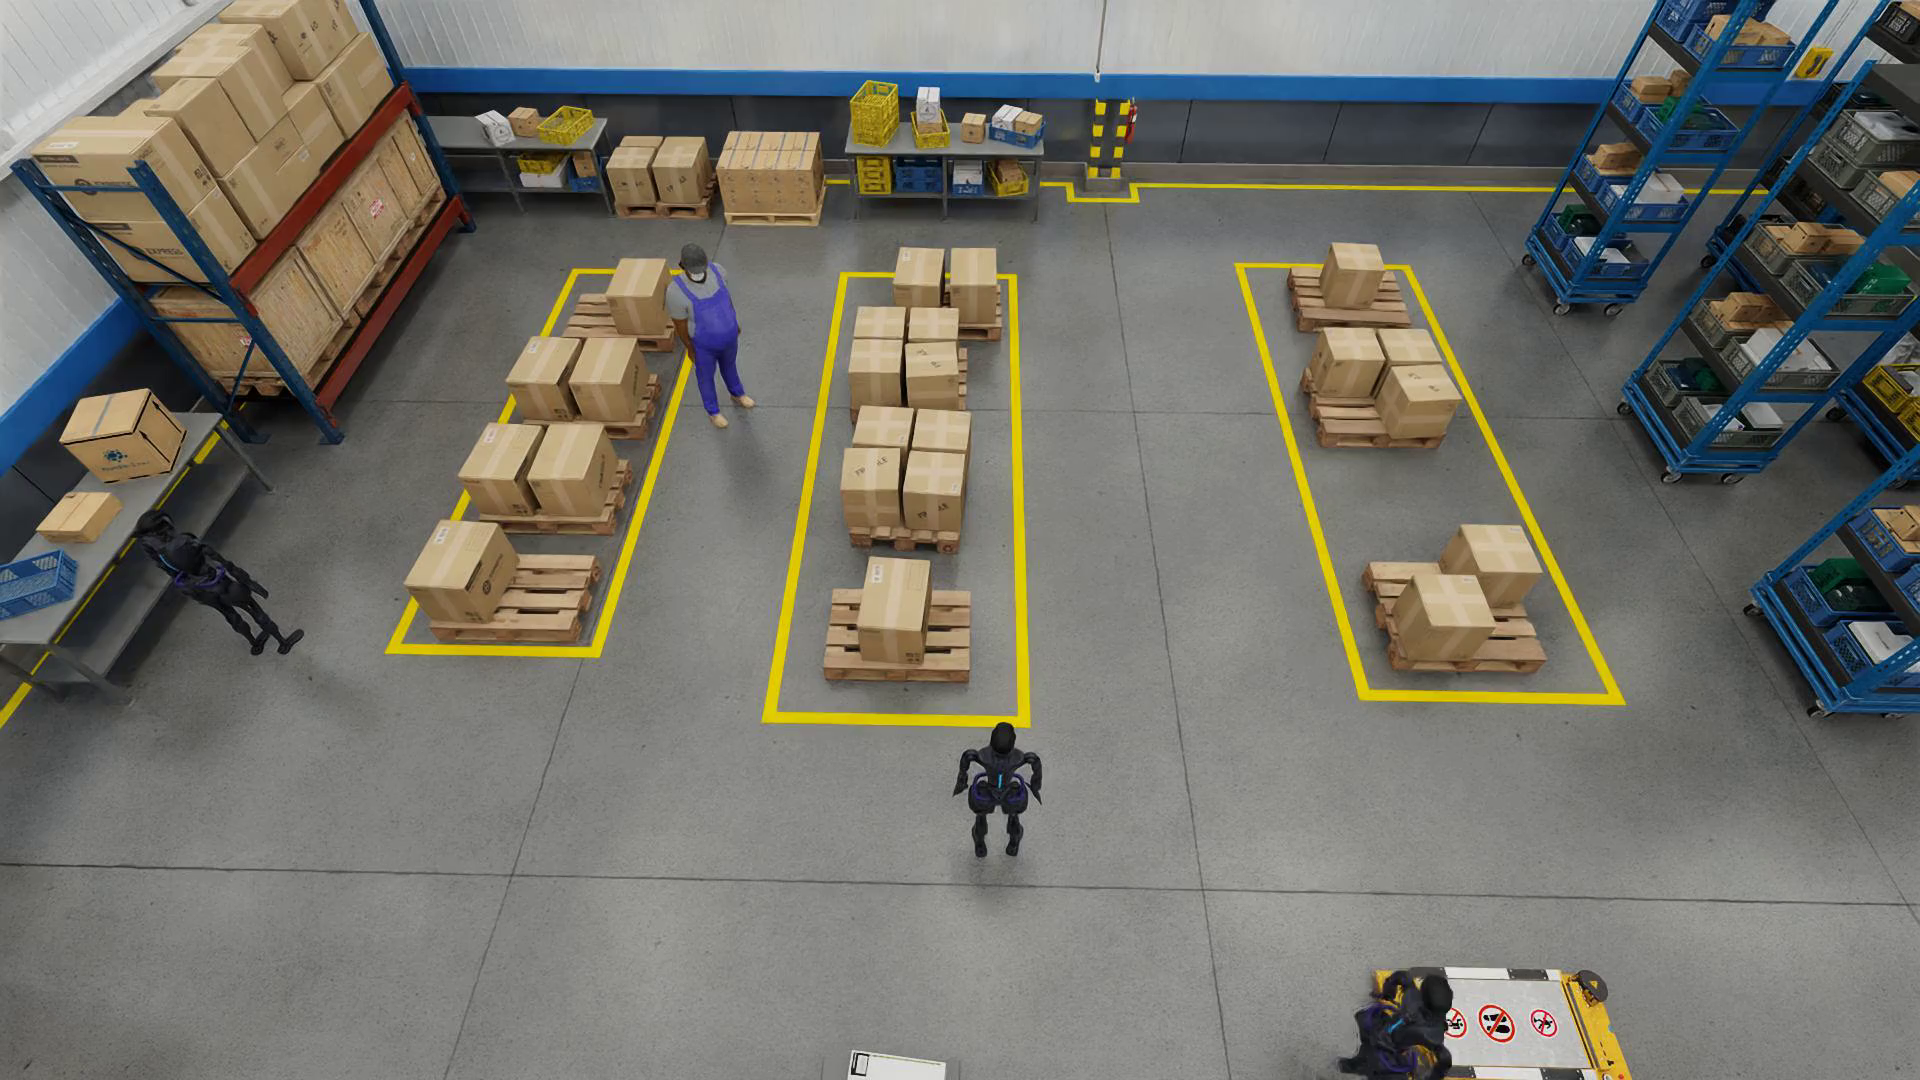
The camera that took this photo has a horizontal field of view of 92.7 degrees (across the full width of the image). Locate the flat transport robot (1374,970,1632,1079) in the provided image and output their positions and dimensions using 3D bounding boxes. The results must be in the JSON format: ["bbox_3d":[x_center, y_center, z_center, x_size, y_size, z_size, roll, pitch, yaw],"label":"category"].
[{"bbox_3d":[3.501,3.133,5.914,1.431,0.197,0.652,1,51,1],"label":"flat transport robot"}]

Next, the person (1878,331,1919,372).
[{"bbox_3d":[9.875,-2.233,9.264,0.585,1.881,0.342,1,51,1],"label":"person"}]

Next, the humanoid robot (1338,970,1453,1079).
[{"bbox_3d":[2.496,2.885,5.238,0.392,1.631,0.608,-5,51,-4],"label":"humanoid robot"}]

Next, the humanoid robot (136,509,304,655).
[{"bbox_3d":[-5.919,0.347,7.285,0.614,1.657,0.313,1,51,1],"label":"humanoid robot"}]

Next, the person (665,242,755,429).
[{"bbox_3d":[-2.406,-2.016,8.988,0.537,2.000,0.680,33,58,24],"label":"person"}]

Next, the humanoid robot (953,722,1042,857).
[{"bbox_3d":[0.255,1.693,6.188,0.614,1.657,0.313,1,51,1],"label":"humanoid robot"}]
